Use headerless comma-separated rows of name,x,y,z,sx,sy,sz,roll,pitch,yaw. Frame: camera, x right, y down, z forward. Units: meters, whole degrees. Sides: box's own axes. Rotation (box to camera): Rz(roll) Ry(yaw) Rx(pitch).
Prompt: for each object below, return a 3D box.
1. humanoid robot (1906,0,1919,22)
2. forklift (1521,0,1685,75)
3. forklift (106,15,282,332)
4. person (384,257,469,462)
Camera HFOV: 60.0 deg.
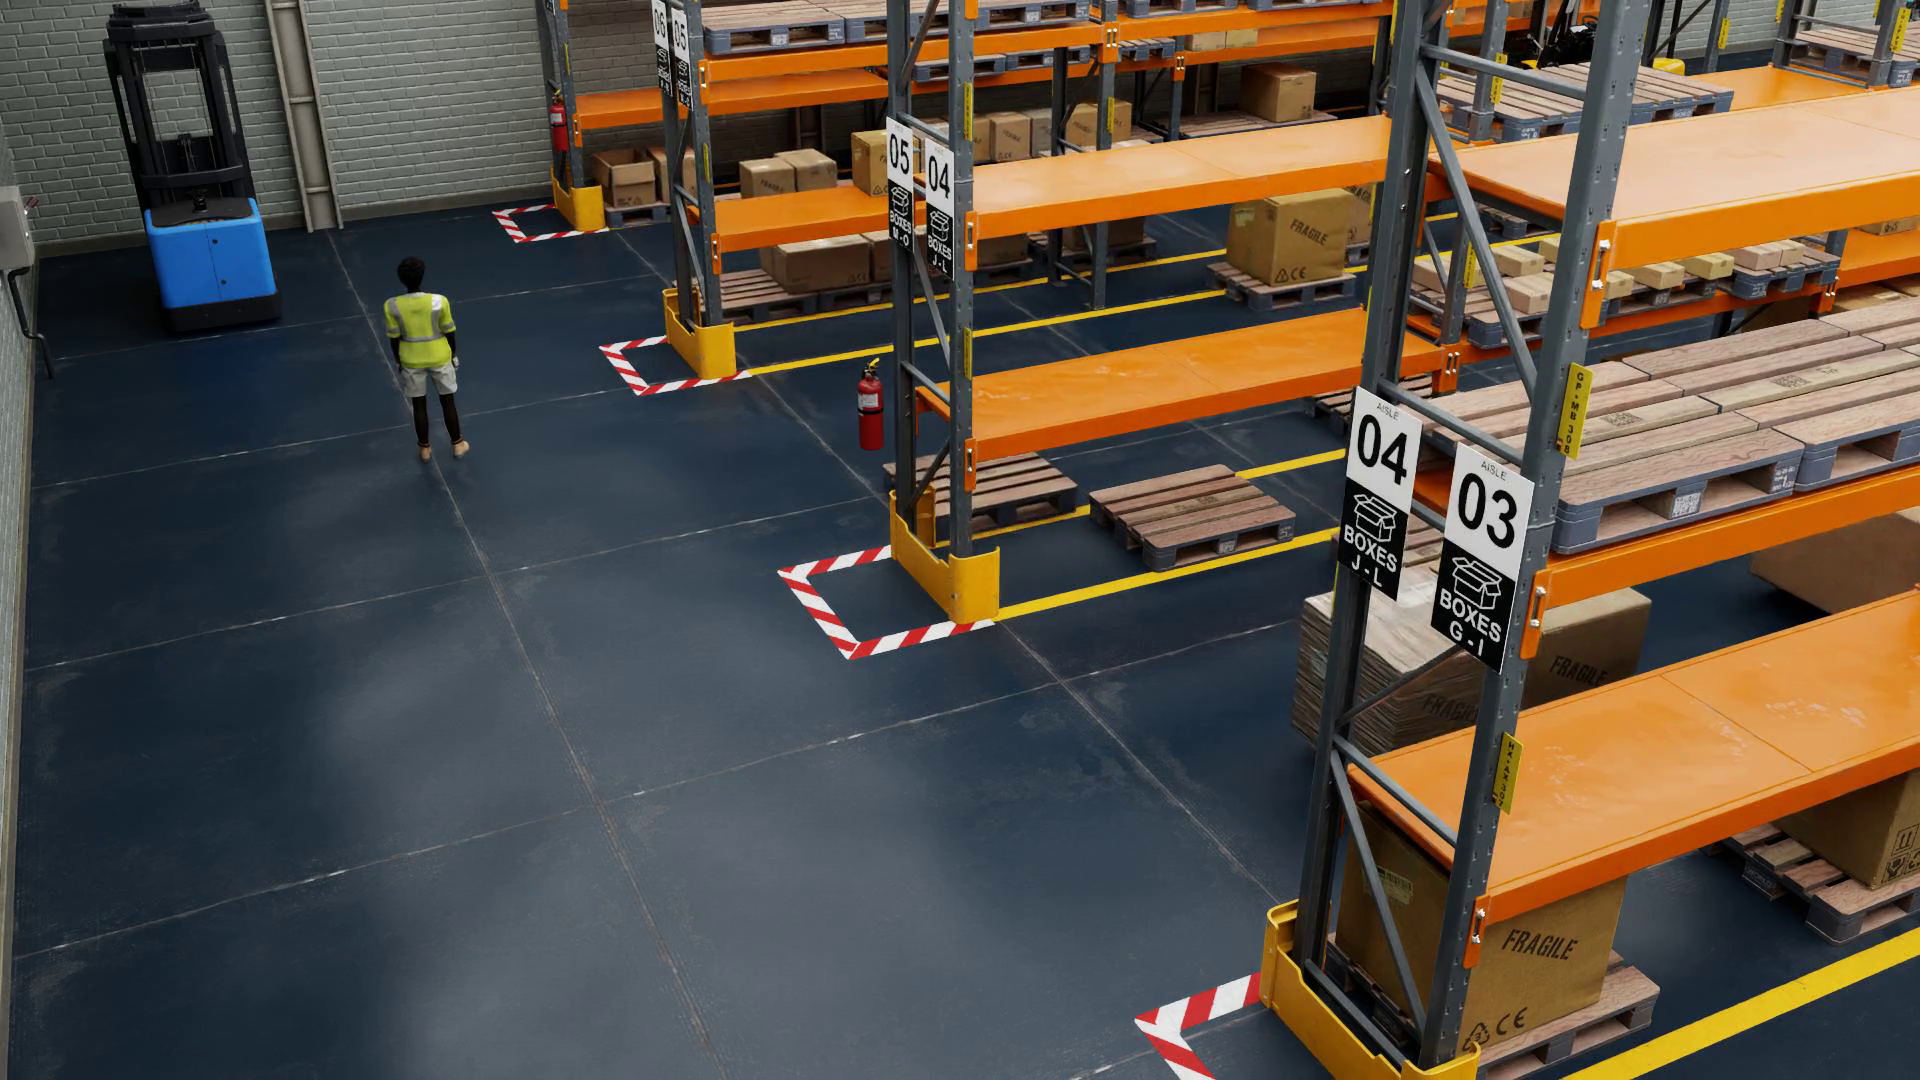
humanoid robot,15.118,-8.271,26.456,0.765,1.892,0.539,-13,30,-23
forklift,8.950,-6.807,23.056,1.214,2.155,2.313,-12,30,-22
forklift,-7.548,-3.672,16.323,1.129,2.768,1.873,-12,30,-22
person,-4.267,-1.437,13.302,0.531,1.696,0.319,-5,28,-10
